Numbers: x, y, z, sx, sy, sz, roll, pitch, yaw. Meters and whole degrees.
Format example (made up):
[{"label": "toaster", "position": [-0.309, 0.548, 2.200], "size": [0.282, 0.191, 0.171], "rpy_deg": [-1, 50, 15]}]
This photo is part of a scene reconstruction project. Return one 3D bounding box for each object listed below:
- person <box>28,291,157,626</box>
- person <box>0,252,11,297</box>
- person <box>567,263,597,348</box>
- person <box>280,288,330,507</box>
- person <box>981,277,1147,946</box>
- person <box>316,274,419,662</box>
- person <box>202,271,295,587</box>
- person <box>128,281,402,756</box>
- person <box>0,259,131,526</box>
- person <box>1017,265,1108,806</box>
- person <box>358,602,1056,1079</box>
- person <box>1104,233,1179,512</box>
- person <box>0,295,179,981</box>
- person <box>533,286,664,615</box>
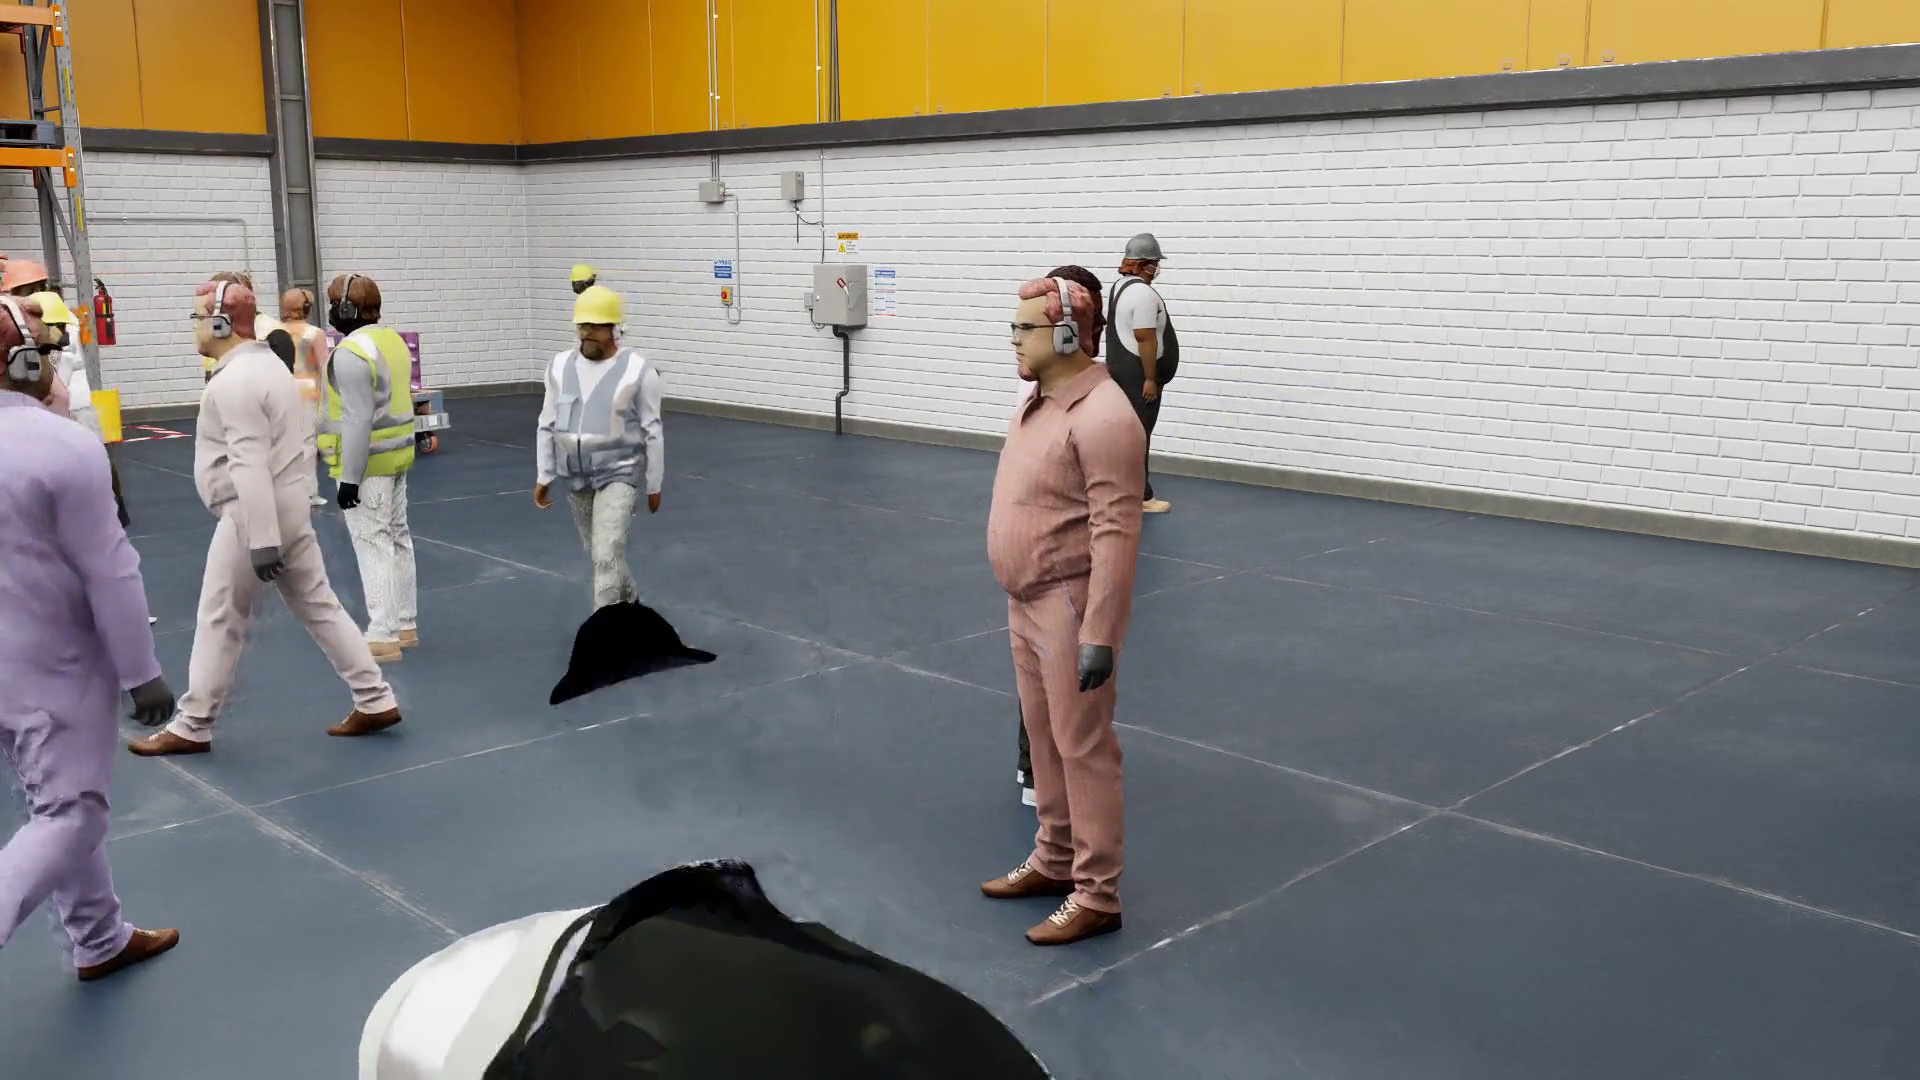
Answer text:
[{"label": "person", "position": [-4.457, -0.366, 8.364], "size": [0.737, 1.740, 0.547], "rpy_deg": [-5, 12, -28]}, {"label": "person", "position": [-6.732, -1.068, 11.738], "size": [0.643, 1.908, 0.408], "rpy_deg": [7, 13, 35]}, {"label": "person", "position": [-3.567, -1.771, 15.979], "size": [0.392, 1.747, 0.538], "rpy_deg": [3, 11, 15]}, {"label": "person", "position": [-4.881, -1.051, 12.384], "size": [0.539, 1.625, 0.378], "rpy_deg": [4, 11, 20]}, {"label": "person", "position": [0.273, 0.203, 4.803], "size": [0.403, 1.906, 0.652], "rpy_deg": [-3, 11, -18]}, {"label": "person", "position": [-2.827, -0.339, 7.937], "size": [0.429, 1.841, 0.634], "rpy_deg": [0, 10, 1]}, {"label": "person", "position": [-4.076, -0.643, 9.631], "size": [0.645, 1.823, 0.514], "rpy_deg": [4, 11, 20]}, {"label": "person", "position": [-2.733, -0.083, 6.531], "size": [1.005, 1.856, 0.663], "rpy_deg": [-1, 10, -6]}, {"label": "person", "position": [-6.081, -0.935, 11.131], "size": [0.561, 1.862, 1.033], "rpy_deg": [4, 11, 22]}, {"label": "person", "position": [0.340, -0.008, 5.921], "size": [0.376, 1.917, 0.600], "rpy_deg": [0, 10, 1]}, {"label": "person", "position": [-0.131, 0.883, 1.077], "size": [0.620, 1.914, 0.512], "rpy_deg": [7, 13, 35]}, {"label": "person", "position": [1.346, -1.236, 12.282], "size": [0.536, 2.000, 0.682], "rpy_deg": [-3, 11, -15]}, {"label": "person", "position": [-2.398, 0.328, 4.212], "size": [0.653, 1.880, 0.836], "rpy_deg": [4, 11, 23]}, {"label": "person", "position": [-1.723, -0.337, 8.102], "size": [0.581, 1.801, 0.922], "rpy_deg": [3, 11, 16]}]
